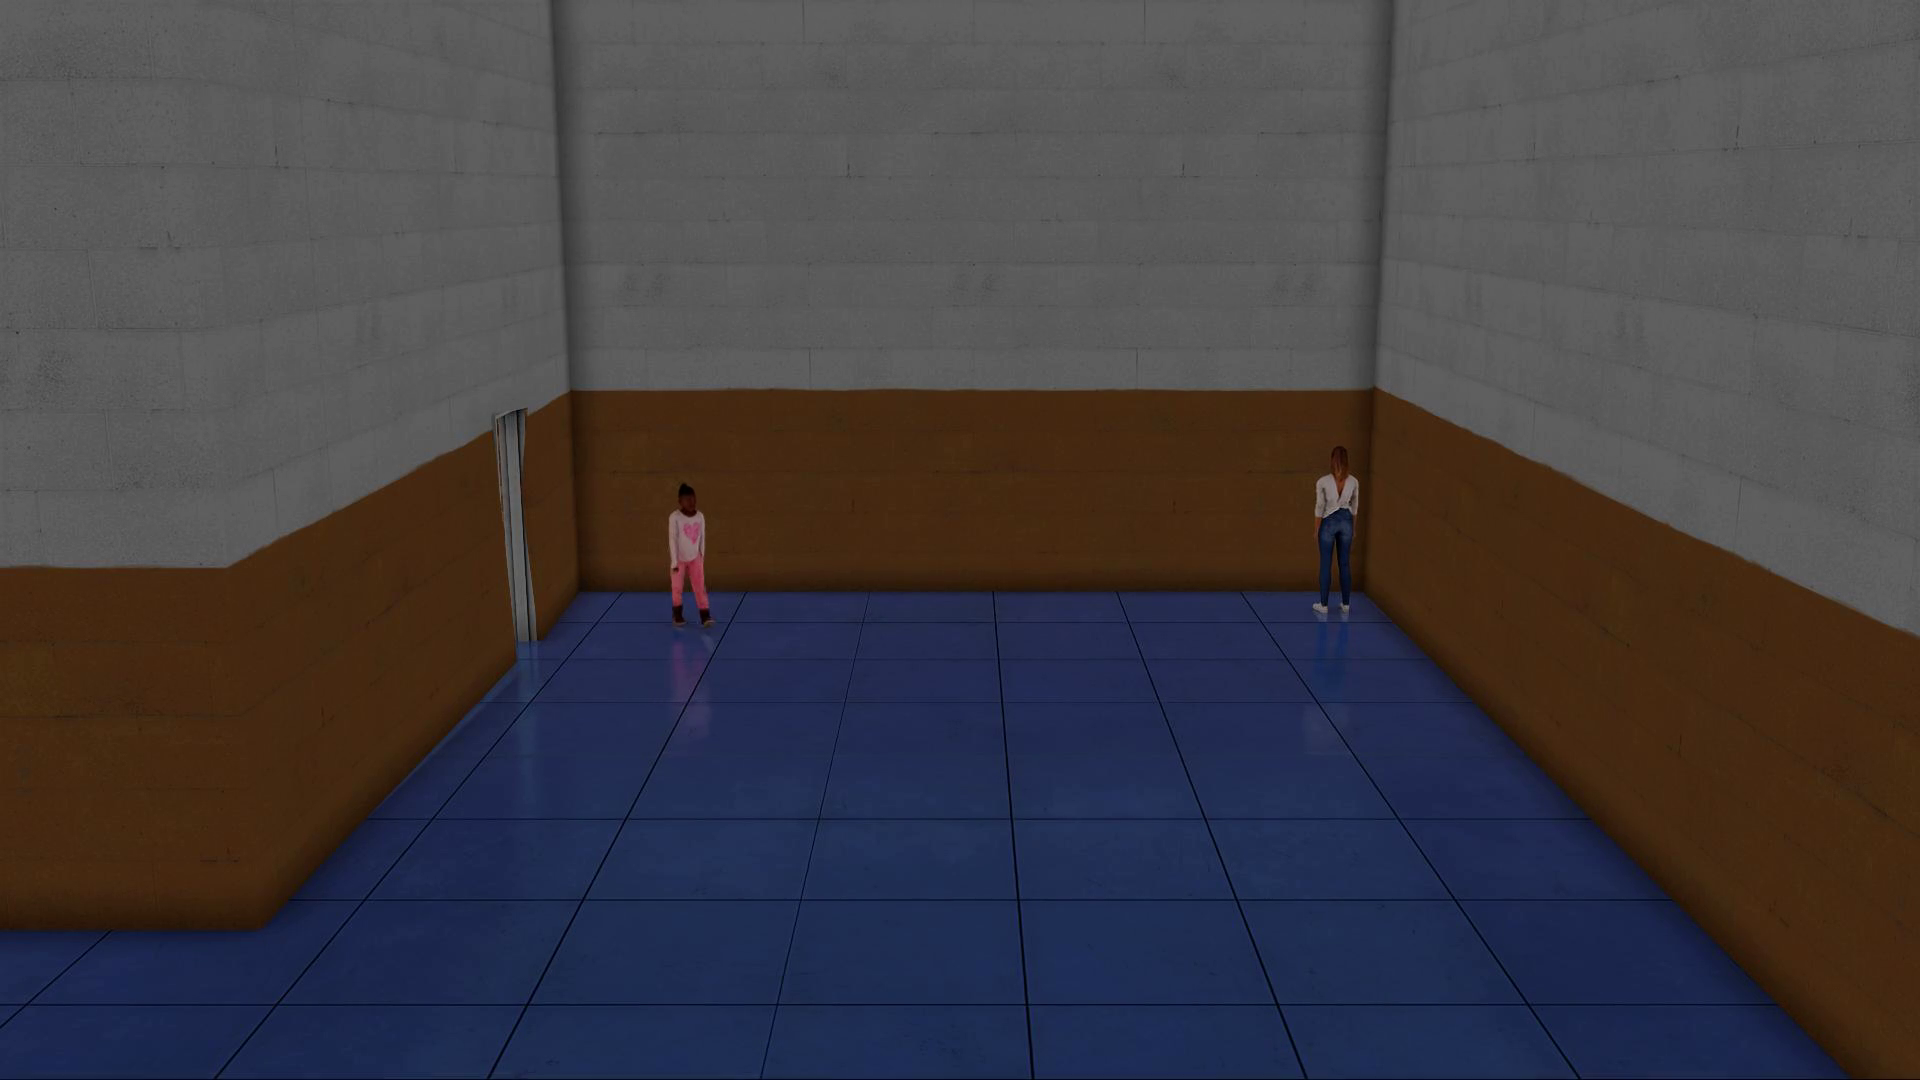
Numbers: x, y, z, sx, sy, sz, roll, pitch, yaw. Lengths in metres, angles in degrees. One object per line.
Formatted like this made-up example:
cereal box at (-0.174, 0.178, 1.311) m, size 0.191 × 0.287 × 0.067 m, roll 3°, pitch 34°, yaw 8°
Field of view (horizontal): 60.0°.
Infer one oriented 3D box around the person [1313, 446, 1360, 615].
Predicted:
person at (3.830, -0.109, 16.933) m, size 0.508 × 1.720 × 0.691 m, roll -1°, pitch 12°, yaw -7°

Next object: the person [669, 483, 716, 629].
person at (-2.733, 0.161, 16.387) m, size 0.970 × 1.417 × 0.903 m, roll -6°, pitch 13°, yaw -27°
